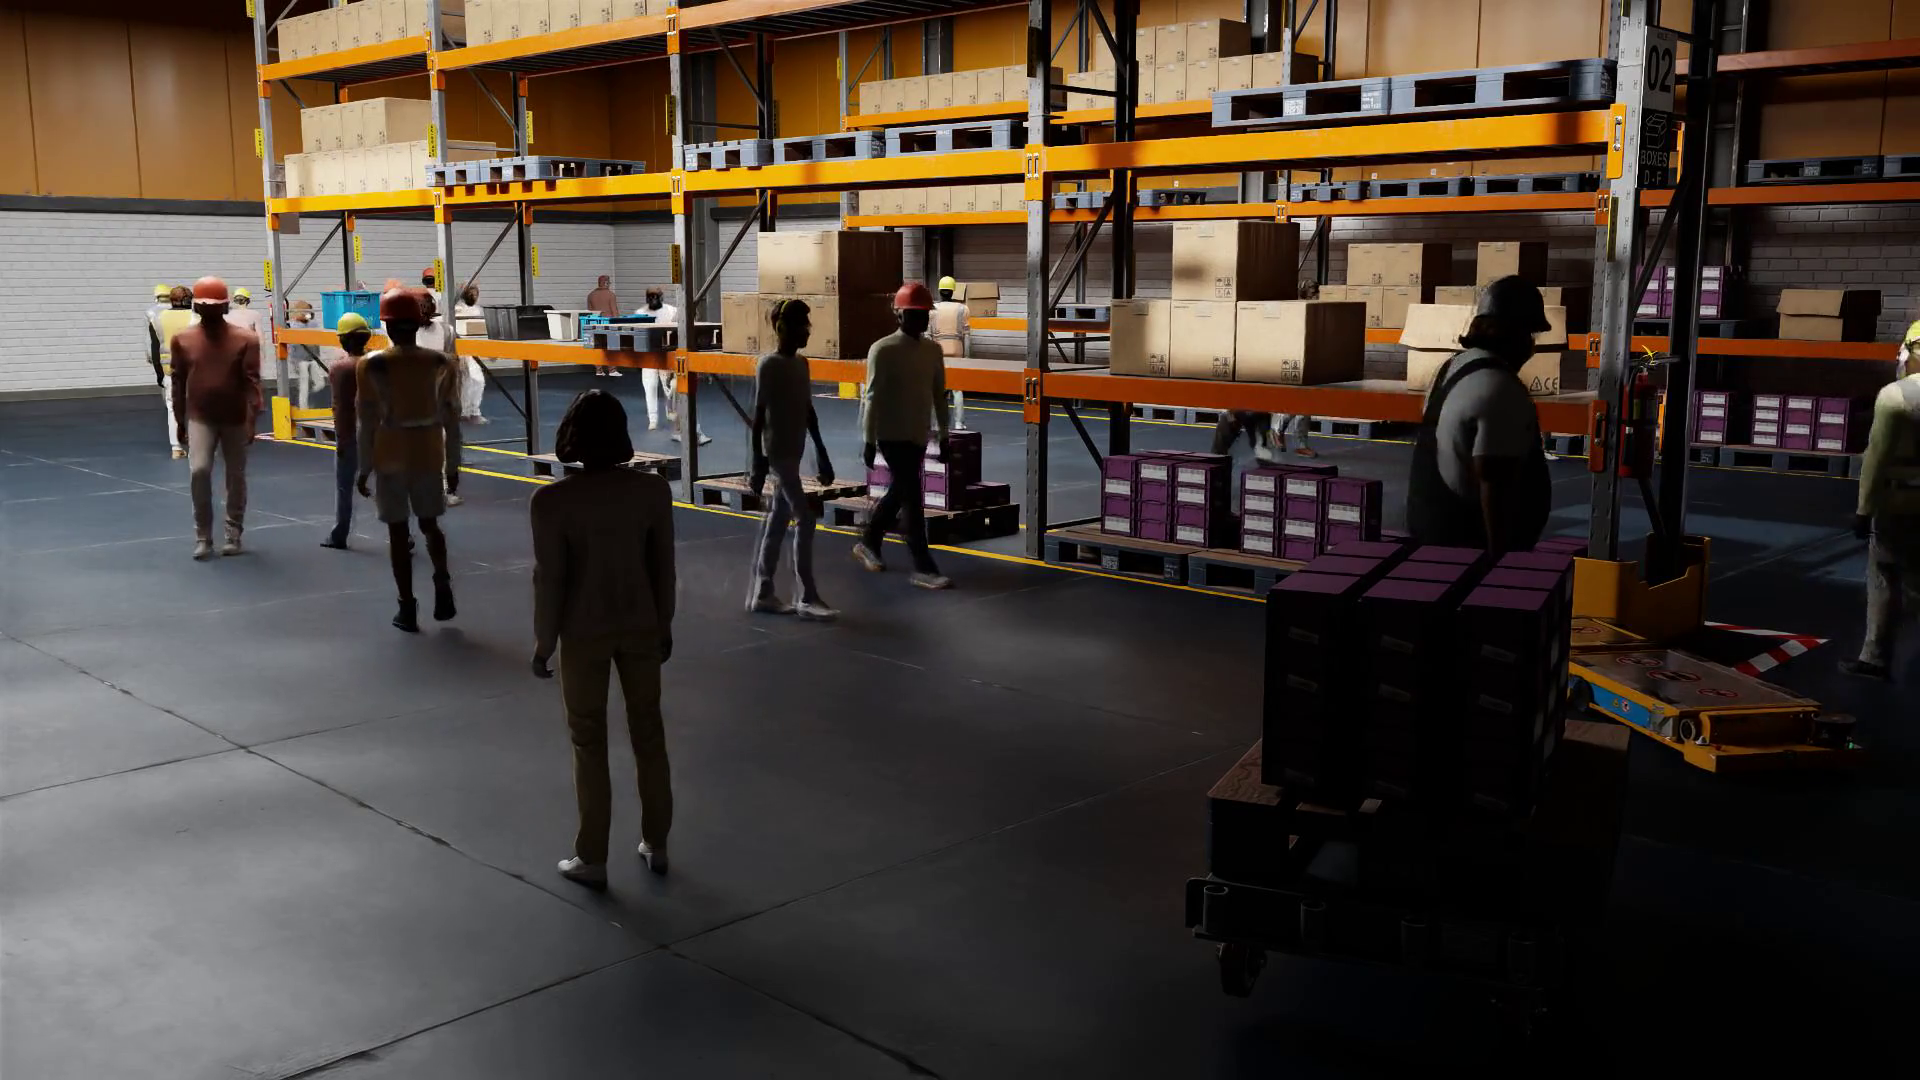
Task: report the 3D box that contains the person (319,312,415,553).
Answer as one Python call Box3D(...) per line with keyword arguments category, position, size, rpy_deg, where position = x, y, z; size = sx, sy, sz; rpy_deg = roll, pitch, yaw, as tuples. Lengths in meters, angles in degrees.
Box3D(category="person", position=(-4.234, -0.757, 11.847), size=(0.914, 1.720, 0.541), rpy_deg=(6, 11, 34))

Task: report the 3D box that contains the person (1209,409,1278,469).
Box3D(category="person", position=(2.244, -1.076, 13.329), size=(0.586, 1.873, 0.996), rpy_deg=(-9, 13, -43))

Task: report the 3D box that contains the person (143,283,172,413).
Box3D(category="person", position=(-11.050, -2.662, 23.199), size=(0.614, 1.818, 0.523), rpy_deg=(-4, 10, -25))

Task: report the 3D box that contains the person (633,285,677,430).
Box3D(category="person", position=(-3.826, -2.317, 21.078), size=(0.645, 1.825, 0.525), rpy_deg=(-1, 9, -5))

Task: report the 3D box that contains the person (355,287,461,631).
Box3D(category="person", position=(-3.078, -0.440, 9.294), size=(0.552, 1.924, 0.445), rpy_deg=(-6, 11, -33))

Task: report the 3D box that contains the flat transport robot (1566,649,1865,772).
Box3D(category="flat transport robot", position=(3.181, 0.708, 7.281), size=(0.652, 0.197, 1.431), rpy_deg=(-2, 9, -9))

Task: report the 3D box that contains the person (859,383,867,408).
Box3D(category="person", position=(-1.319, -2.885, 24.210), size=(0.374, 1.941, 0.627), rpy_deg=(0, 9, 1))

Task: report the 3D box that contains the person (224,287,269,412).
Box3D(category="person", position=(-10.040, -2.667, 23.402), size=(0.525, 1.770, 0.306), rpy_deg=(-1, 9, -7))

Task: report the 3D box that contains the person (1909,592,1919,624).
Box3D(category="person", position=(5.127, -0.274, 8.352), size=(0.606, 1.890, 0.725), rpy_deg=(-3, 10, -17))

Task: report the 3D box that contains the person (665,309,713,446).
Box3D(category="person", position=(-3.111, -1.890, 19.148), size=(0.856, 1.586, 0.536), rpy_deg=(9, 13, 43))

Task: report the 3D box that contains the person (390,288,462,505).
Box3D(category="person", position=(-4.485, -1.196, 14.092), size=(0.606, 1.857, 0.696), rpy_deg=(-6, 11, -34))

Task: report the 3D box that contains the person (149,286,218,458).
Box3D(category="person", position=(-8.278, -1.785, 17.786), size=(0.630, 1.836, 0.429), rpy_deg=(-1, 9, -6))

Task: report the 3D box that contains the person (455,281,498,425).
Box3D(category="person", position=(-6.254, -2.401, 21.450), size=(0.591, 1.866, 0.614), rpy_deg=(0, 9, 3))

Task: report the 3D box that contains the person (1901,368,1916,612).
Box3D(category="person", position=(5.746, -0.463, 9.564), size=(0.868, 1.871, 0.652), rpy_deg=(8, 12, 39))

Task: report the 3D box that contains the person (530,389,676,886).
Box3D(category="person", position=(-1.169, 0.321, 5.486), size=(0.499, 1.634, 0.279), rpy_deg=(-6, 11, -34))

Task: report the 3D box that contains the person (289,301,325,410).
Box3D(category="person", position=(-8.503, -2.301, 21.629), size=(0.377, 1.610, 0.531), rpy_deg=(5, 10, 26))

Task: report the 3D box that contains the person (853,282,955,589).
Box3D(category="person", position=(-0.390, -0.697, 10.793), size=(1.010, 1.953, 0.629), rpy_deg=(9, 13, 43))

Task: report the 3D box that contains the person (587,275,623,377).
Box3D(category="person", position=(-6.666, -4.018, 31.279), size=(0.639, 1.902, 0.407), rpy_deg=(4, 10, 24))

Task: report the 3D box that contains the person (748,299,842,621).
Box3D(category="person", position=(-0.906, -0.456, 9.605), size=(0.772, 1.840, 0.542), rpy_deg=(3, 10, 20))

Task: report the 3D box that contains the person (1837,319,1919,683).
Box3D(category="person", position=(4.652, -0.176, 8.021), size=(0.613, 1.802, 0.551), rpy_deg=(-4, 10, -21))

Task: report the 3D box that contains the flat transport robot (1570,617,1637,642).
Box3D(category="flat transport robot", position=(2.742, 0.551, 8.244), size=(1.431, 0.197, 0.652), rpy_deg=(-2, 9, -9))

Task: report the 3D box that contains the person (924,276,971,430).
Box3D(category="person", position=(-0.159, -2.321, 20.784), size=(0.584, 1.928, 0.372), rpy_deg=(0, 9, 0))

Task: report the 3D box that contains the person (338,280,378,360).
Box3D(category="person", position=(-7.822, -2.424, 21.552), size=(0.646, 1.882, 0.690), rpy_deg=(4, 10, 25))

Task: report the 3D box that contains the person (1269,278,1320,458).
Box3D(category="person", position=(3.648, -1.836, 17.816), size=(0.657, 1.924, 0.493), rpy_deg=(-7, 12, -37))

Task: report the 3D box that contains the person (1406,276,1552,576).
Box3D(category="person", position=(2.034, -0.057, 6.560), size=(0.769, 2.000, 0.766), rpy_deg=(0, 9, -1))

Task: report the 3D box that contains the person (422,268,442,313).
Box3D(category="person", position=(-8.488, -3.350, 26.774), size=(0.609, 2.036, 0.399), rpy_deg=(-1, 9, -7))

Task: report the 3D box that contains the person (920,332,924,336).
Box3D(category="person", position=(-0.659, -2.111, 19.893), size=(0.497, 1.805, 0.818), rpy_deg=(-2, 10, -14))

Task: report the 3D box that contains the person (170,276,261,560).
Box3D(category="person", position=(-5.163, -0.838, 11.561), size=(0.609, 1.965, 0.679), rpy_deg=(-3, 10, -18))

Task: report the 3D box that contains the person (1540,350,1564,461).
Box3D(category="person", position=(6.147, -1.628, 17.456), size=(0.508, 1.628, 0.321), rpy_deg=(-8, 12, -41))

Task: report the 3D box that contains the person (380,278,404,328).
Box3D(category="person", position=(-7.032, -2.340, 20.971), size=(0.779, 1.912, 0.549), rpy_deg=(6, 11, 31))
